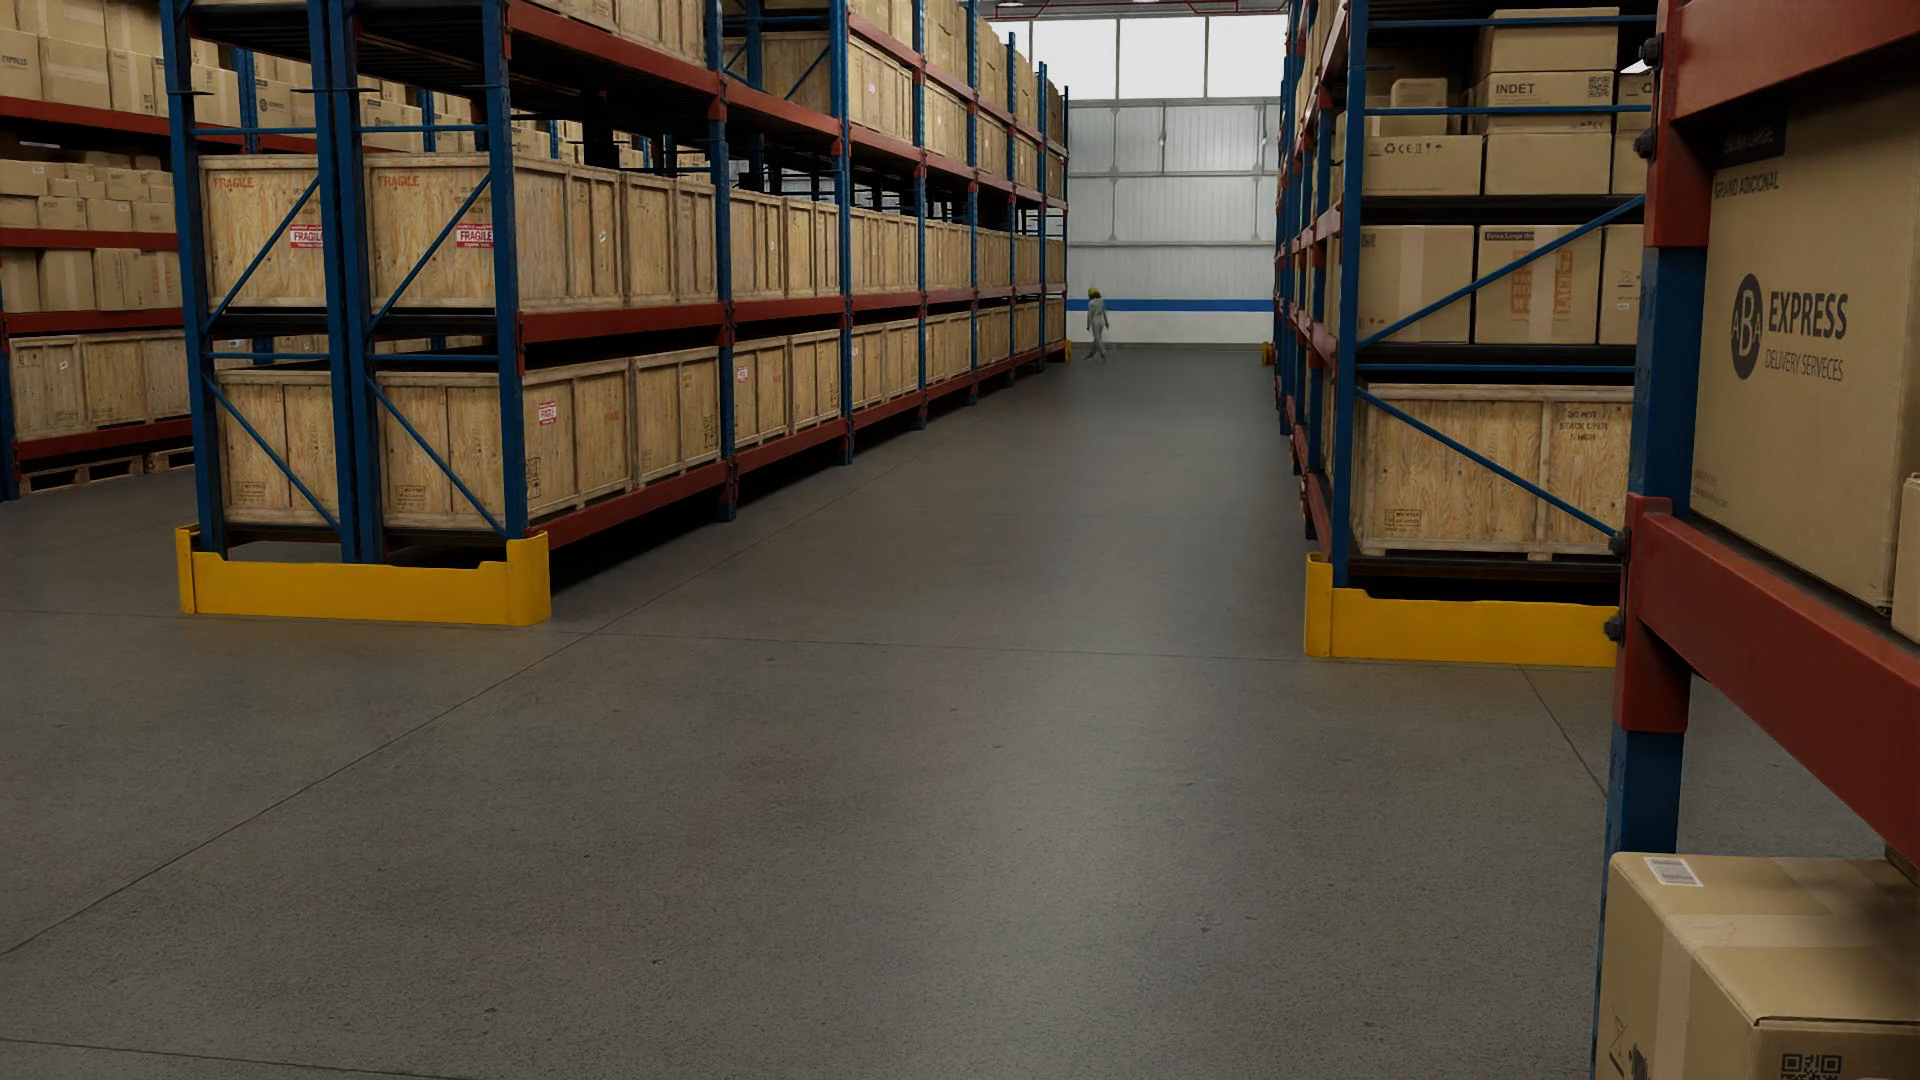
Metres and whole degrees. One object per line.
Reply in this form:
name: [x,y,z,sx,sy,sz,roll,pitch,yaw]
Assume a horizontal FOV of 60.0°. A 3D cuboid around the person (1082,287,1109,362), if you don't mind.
person: [3.071,-4.853,37.504,0.558,1.676,0.831,-9,13,-43]
